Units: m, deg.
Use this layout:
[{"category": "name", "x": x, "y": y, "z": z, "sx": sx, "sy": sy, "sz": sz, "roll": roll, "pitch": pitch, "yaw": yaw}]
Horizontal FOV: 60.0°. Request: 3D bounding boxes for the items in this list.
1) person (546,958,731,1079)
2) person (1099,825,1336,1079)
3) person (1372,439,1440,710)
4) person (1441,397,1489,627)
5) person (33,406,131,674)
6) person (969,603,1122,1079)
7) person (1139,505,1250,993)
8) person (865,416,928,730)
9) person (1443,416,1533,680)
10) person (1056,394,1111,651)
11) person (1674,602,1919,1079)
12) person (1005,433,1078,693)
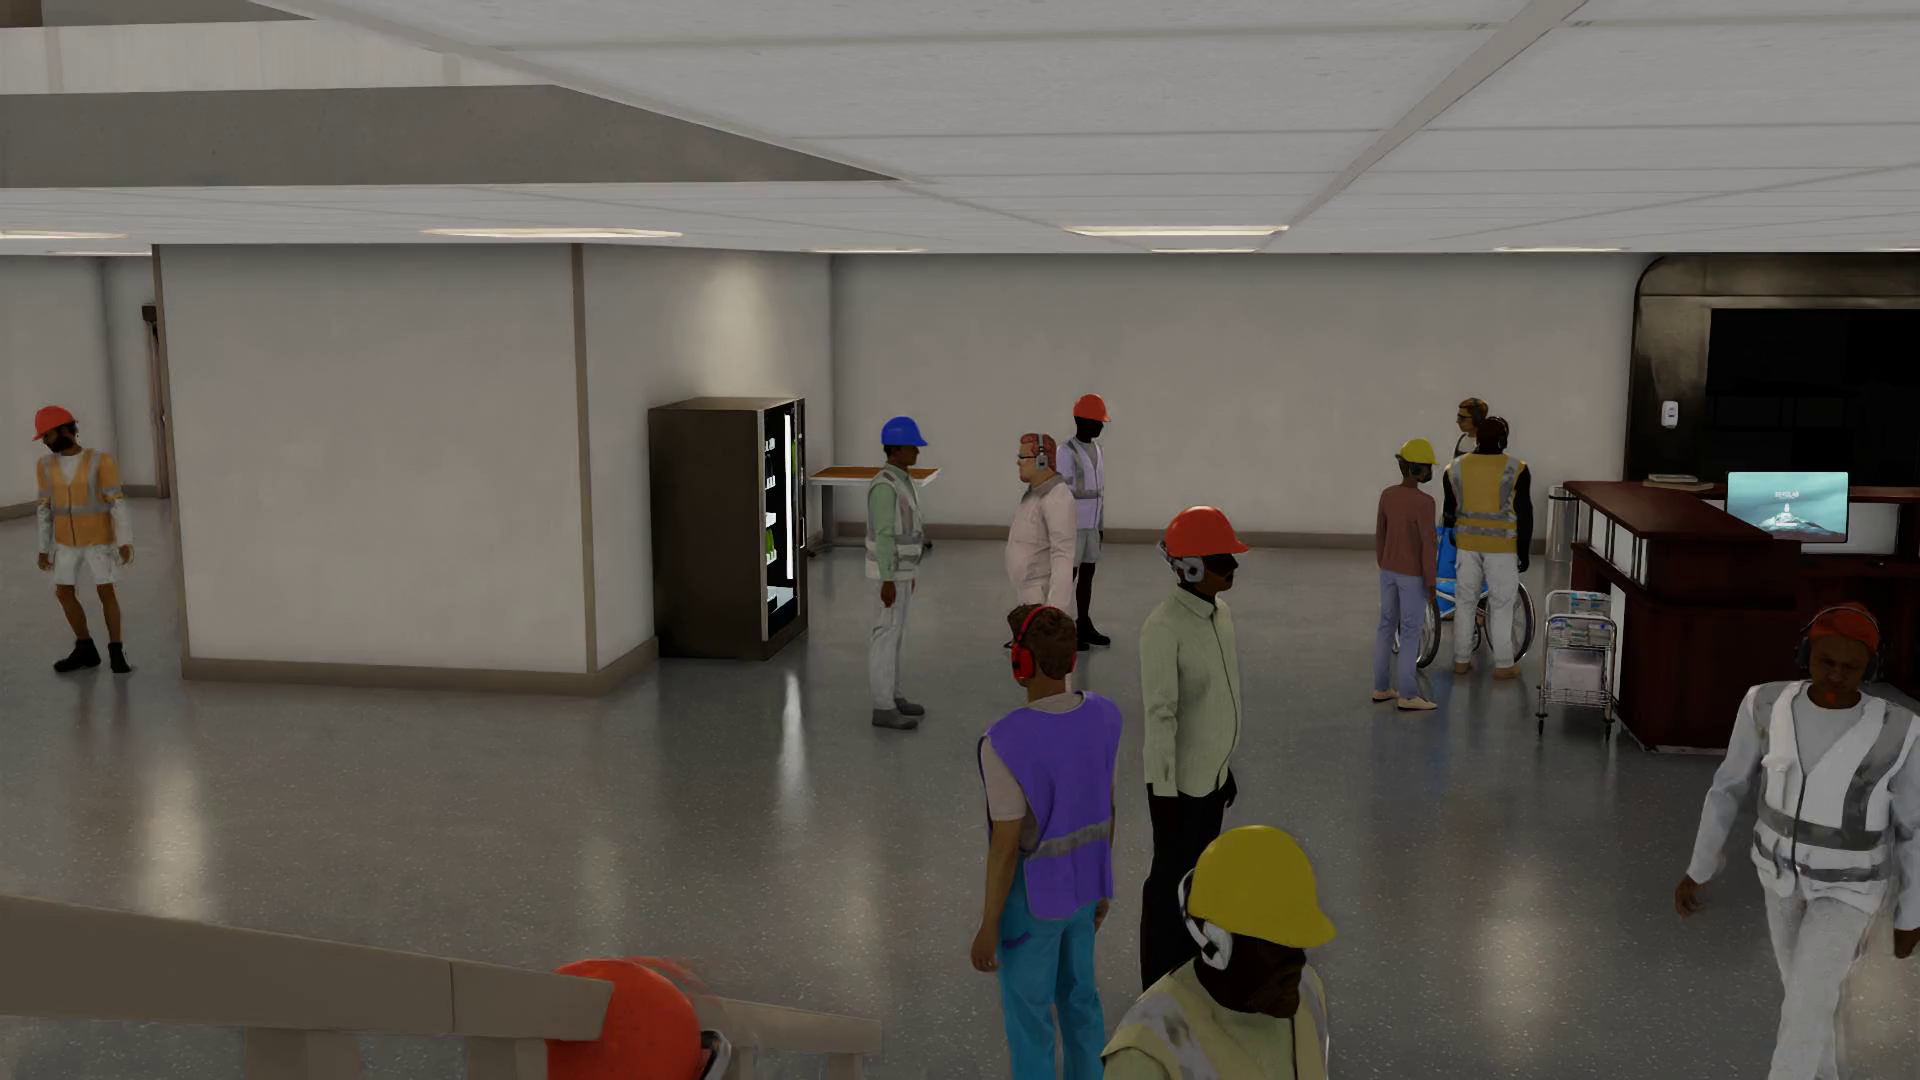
[{"category": "person", "x": -0.283, "y": 1.497, "z": 2.301, "sx": 0.695, "sy": 1.977, "sz": 0.643, "roll": -1, "pitch": 9, "yaw": -9}, {"category": "person", "x": 0.519, "y": 1.426, "z": 3.238, "sx": 0.591, "sy": 1.823, "sz": 0.404, "roll": -9, "pitch": 13, "yaw": -44}, {"category": "person", "x": 2.925, "y": 0.220, "z": 10.841, "sx": 0.322, "sy": 1.765, "sz": 0.533, "roll": -4, "pitch": 10, "yaw": -24}, {"category": "person", "x": 4.098, "y": -0.222, "z": 13.311, "sx": 0.332, "sy": 1.842, "sz": 0.508, "roll": -4, "pitch": 10, "yaw": -21}, {"category": "person", "x": -6.175, "y": 0.011, "z": 11.742, "sx": 0.632, "sy": 1.893, "sz": 0.375, "roll": 0, "pitch": 9, "yaw": -1}, {"category": "person", "x": 0.275, "y": 1.110, "z": 5.101, "sx": 0.375, "sy": 1.843, "sz": 0.575, "roll": 9, "pitch": 13, "yaw": 44}, {"category": "person", "x": 0.863, "y": 0.860, "z": 6.168, "sx": 0.373, "sy": 1.997, "sz": 0.616, "roll": 5, "pitch": 11, "yaw": 29}, {"category": "person", "x": -0.397, "y": 0.194, "z": 10.432, "sx": 0.406, "sy": 1.947, "sz": 0.606, "roll": 2, "pitch": 9, "yaw": 10}, {"category": "person", "x": 3.690, "y": 0.055, "z": 11.623, "sx": 0.619, "sy": 1.845, "sz": 0.430, "roll": 7, "pitch": 11, "yaw": 36}, {"category": "person", "x": 0.937, "y": -0.133, "z": 12.515, "sx": 0.390, "sy": 1.929, "sz": 0.545, "roll": 7, "pitch": 12, "yaw": 39}, {"category": "person", "x": 2.573, "y": 1.098, "z": 5.154, "sx": 0.943, "sy": 1.837, "sz": 0.617, "roll": -6, "pitch": 11, "yaw": -32}, {"category": "person", "x": 0.462, "y": 0.319, "z": 9.790, "sx": 0.402, "sy": 1.906, "sz": 0.652, "roll": -2, "pitch": 9, "yaw": -12}]
